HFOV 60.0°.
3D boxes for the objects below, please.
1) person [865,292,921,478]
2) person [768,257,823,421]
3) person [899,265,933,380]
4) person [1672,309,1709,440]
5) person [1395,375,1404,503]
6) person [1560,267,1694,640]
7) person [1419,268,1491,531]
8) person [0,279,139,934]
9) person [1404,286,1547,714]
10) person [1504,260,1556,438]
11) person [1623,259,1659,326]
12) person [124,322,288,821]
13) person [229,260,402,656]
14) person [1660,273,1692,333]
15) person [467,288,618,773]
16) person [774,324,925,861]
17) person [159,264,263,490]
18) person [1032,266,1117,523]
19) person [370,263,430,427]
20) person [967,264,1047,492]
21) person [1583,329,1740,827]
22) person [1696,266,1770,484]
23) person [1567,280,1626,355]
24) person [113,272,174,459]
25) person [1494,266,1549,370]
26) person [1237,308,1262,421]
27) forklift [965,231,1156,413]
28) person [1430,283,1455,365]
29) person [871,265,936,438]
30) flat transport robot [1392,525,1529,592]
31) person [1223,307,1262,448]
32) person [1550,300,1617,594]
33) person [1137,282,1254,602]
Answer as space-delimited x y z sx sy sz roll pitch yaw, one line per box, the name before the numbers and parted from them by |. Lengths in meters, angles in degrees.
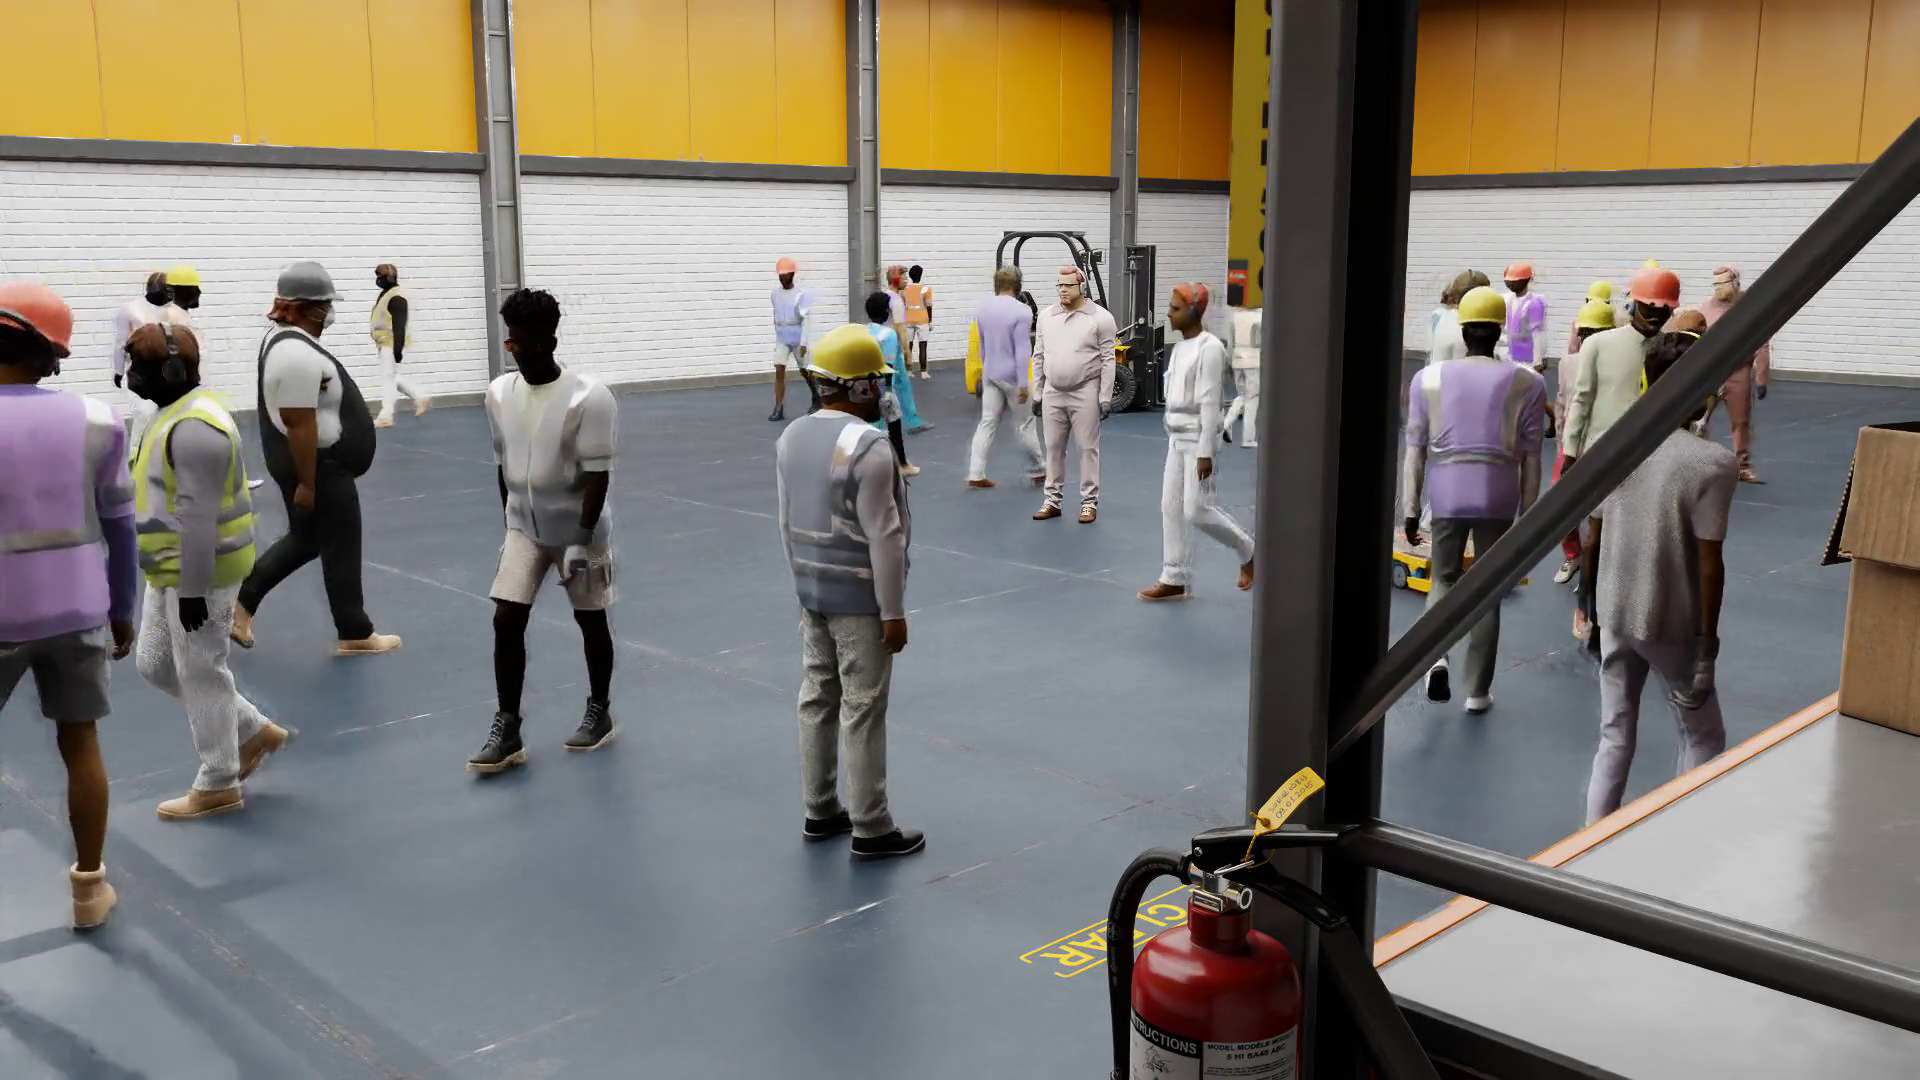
person | -0.749 -1.324 14.442 0.544 1.649 0.902 10 14 43
person | -1.927 -2.357 19.421 0.554 1.895 0.980 4 11 23
person | -0.649 -3.223 24.686 0.533 1.695 0.318 4 11 21
person | 5.387 -0.938 12.505 0.852 1.587 0.507 -7 13 -35
person | 3.093 -0.964 12.496 0.382 1.627 0.553 -10 14 -43
person | 3.487 -0.424 8.653 0.633 1.963 0.571 1 10 3
person | 3.200 -0.757 10.589 0.438 1.921 0.641 2 11 9
person | -2.859 0.236 4.976 0.398 2.002 0.807 9 13 39
person | 2.283 -0.166 7.424 0.585 1.912 0.510 5 11 25
person | 5.769 -1.876 16.783 0.787 1.899 0.589 -3 11 -18
person | 8.932 -2.726 21.616 0.591 1.825 0.403 2 11 13
person | -2.808 0.117 6.086 0.445 1.825 0.643 -7 13 -34
person | -3.330 -0.399 8.321 0.807 2.000 0.677 -6 12 -31
person | 6.008 -1.378 14.197 0.520 1.849 0.789 1 10 7
person | -1.649 -0.026 6.619 0.604 1.920 0.896 3 11 16
person | -0.370 0.180 5.727 0.403 1.835 0.586 -9 14 -40
person | -6.076 -1.247 13.325 0.902 1.890 0.620 -4 11 -23
person | 0.822 -1.076 12.377 0.651 1.906 0.403 5 12 25
person | -6.361 -2.195 18.695 0.696 1.825 0.659 -6 12 -28
person | 0.438 -1.358 13.973 0.929 1.891 0.651 -9 14 -41
person | 2.162 0.279 5.154 0.621 1.852 0.532 -9 14 -40
person | 6.583 -1.400 14.288 0.662 1.866 0.690 -10 14 -43
person | 5.591 -1.425 14.718 0.368 1.739 0.564 -7 12 -33
person | -7.315 -1.530 15.142 0.482 1.803 0.652 8 13 37
person | 5.721 -1.912 17.118 0.605 1.848 0.810 5 12 26
person | 3.499 -2.300 19.077 0.633 1.879 0.998 7 13 35
forklift | 1.222 -2.721 20.561 2.313 2.155 1.214 2 11 13
person | 5.069 -1.850 17.333 0.514 1.637 0.315 -9 14 -40
person | -0.590 -1.978 17.553 0.874 1.809 0.591 -3 11 -15
flat transport robot | 2.830 0.095 10.458 0.652 0.197 1.431 -4 11 -22
person | 2.893 -1.723 16.667 0.385 1.631 0.514 -8 13 -38
person | 3.741 -0.540 9.873 0.377 1.755 0.524 -9 14 -41
person | 1.419 -0.556 9.643 0.683 1.867 0.580 -3 11 -16
